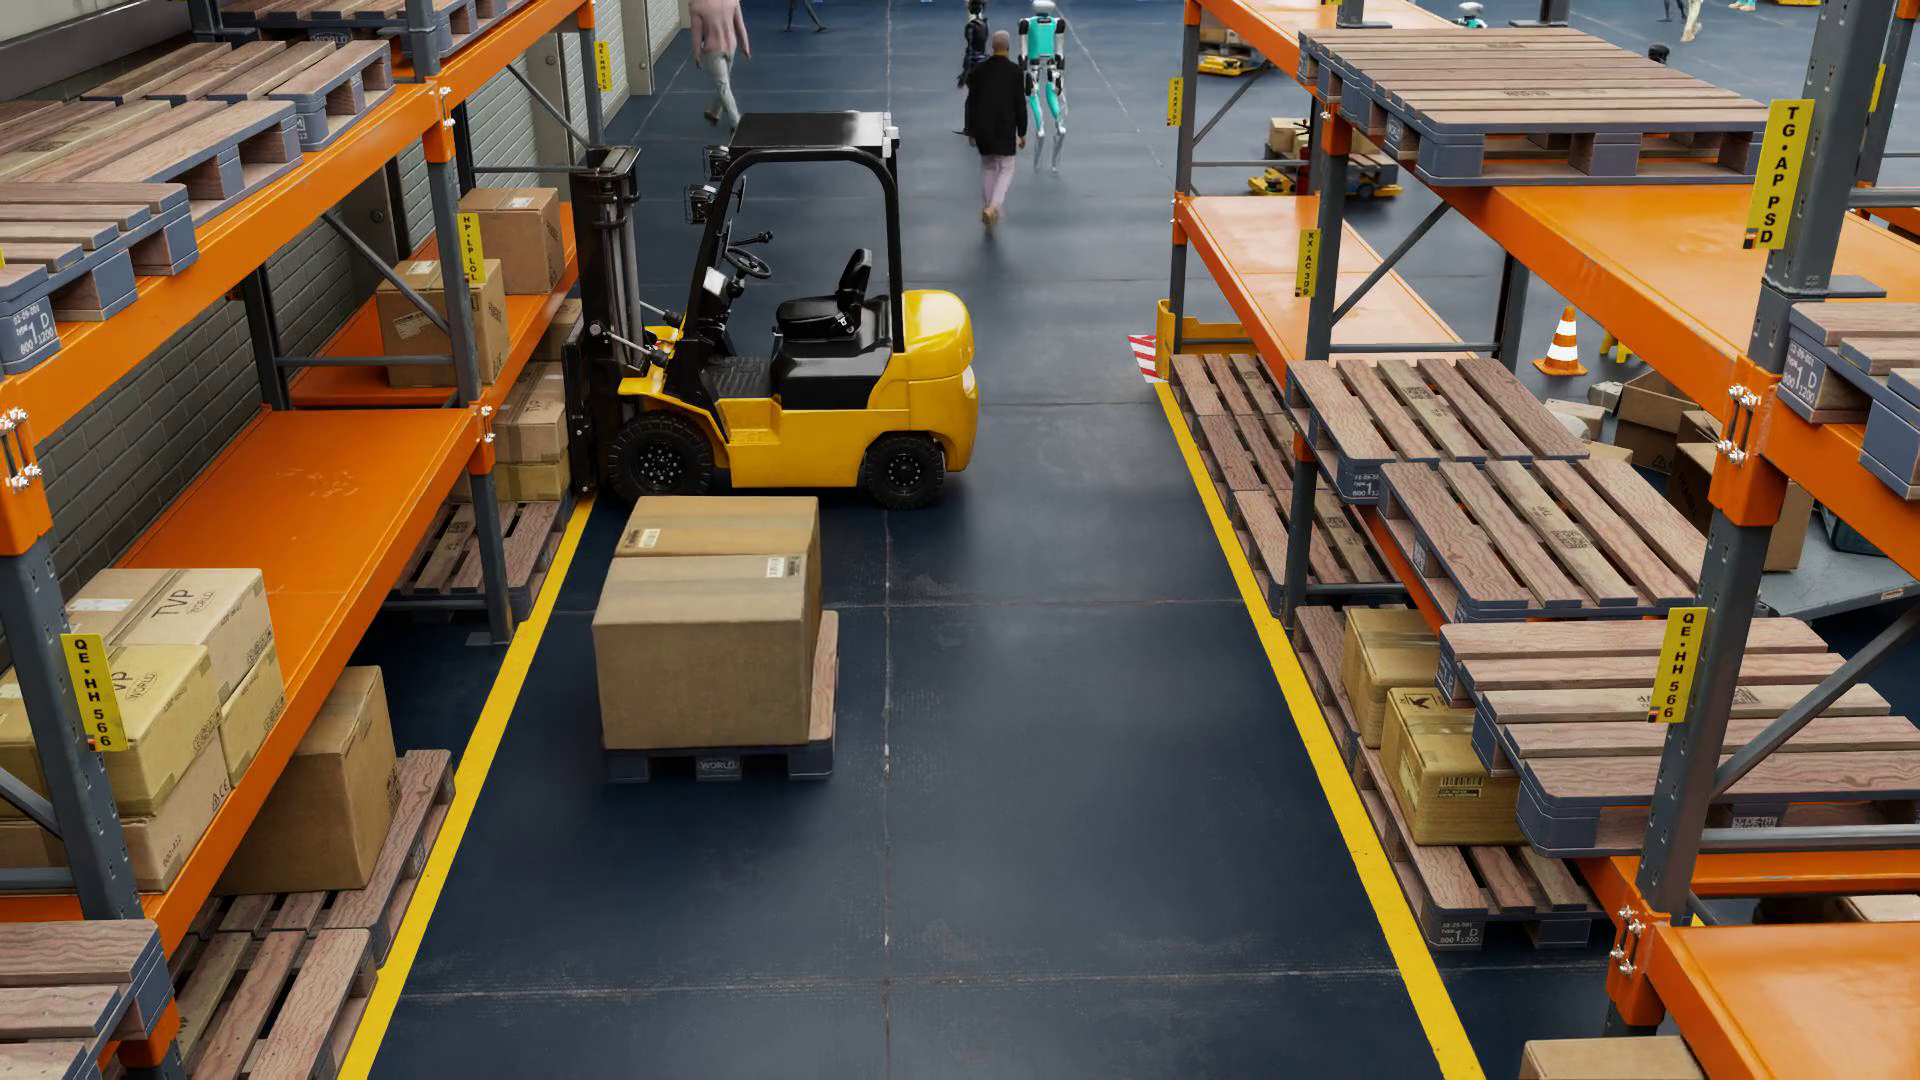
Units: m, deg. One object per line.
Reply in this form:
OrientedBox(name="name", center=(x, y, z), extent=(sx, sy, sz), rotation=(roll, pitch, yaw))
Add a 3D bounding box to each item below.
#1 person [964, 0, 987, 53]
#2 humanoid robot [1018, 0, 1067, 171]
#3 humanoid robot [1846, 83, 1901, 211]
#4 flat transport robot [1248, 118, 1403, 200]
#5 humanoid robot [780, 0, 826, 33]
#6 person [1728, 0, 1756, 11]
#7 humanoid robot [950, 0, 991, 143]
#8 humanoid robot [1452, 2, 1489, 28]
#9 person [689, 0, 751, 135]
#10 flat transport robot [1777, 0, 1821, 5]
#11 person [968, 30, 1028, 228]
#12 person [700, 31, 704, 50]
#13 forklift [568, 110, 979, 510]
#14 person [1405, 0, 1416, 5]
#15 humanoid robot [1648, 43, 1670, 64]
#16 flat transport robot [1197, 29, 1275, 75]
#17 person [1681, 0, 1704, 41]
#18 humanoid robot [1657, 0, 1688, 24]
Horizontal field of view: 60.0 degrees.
OrientedBox(name="person", center=(0.215, -7.955, 24.413), extent=(0.433, 1.753, 0.730), rotation=(6, 26, 13))
OrientedBox(name="humanoid robot", center=(0.945, -4.774, 17.767), extent=(0.546, 1.848, 0.715), rotation=(-9, 27, -18))
OrientedBox(name="humanoid robot", center=(7.258, -2.939, 13.821), extent=(0.901, 1.767, 0.541), rotation=(18, 31, 34))
OrientedBox(name="flat transport robot", center=(3.750, -3.668, 17.071), extent=(1.431, 0.231, 0.659), rotation=(-4, 26, -8))
OrientedBox(name="humanoid robot", center=(-2.544, -8.992, 26.763), extent=(0.754, 1.624, 0.608), rotation=(10, 27, 20))
OrientedBox(name="person", center=(13.927, -10.284, 29.157), extent=(0.353, 1.914, 0.498), rotation=(-5, 26, -10))
OrientedBox(name="humanoid robot", center=(0.102, -5.395, 19.098), extent=(0.596, 1.646, 0.598), rotation=(9, 27, 19))
OrientedBox(name="humanoid robot", center=(5.140, -4.743, 17.679), extent=(0.728, 1.834, 0.534), rotation=(-9, 27, -18))
OrientedBox(name="person", center=(-2.852, -5.786, 19.682), extent=(0.676, 1.865, 1.043), rotation=(-17, 30, -32))
OrientedBox(name="flat transport robot", center=(15.194, -9.972, 30.421), extent=(0.659, 0.231, 1.431), rotation=(4, 26, 8))
OrientedBox(name="person", center=(0.334, -3.812, 15.558), extent=(0.577, 1.819, 0.730), rotation=(9, 27, 17))
OrientedBox(name="person", center=(-3.690, -8.255, 24.922), extent=(0.635, 1.868, 0.422), rotation=(-4, 26, -9))
OrientedBox(name="forklift", center=(-1.043, -1.379, 9.976), extent=(2.313, 2.155, 1.214), rotation=(-1, 25, -2))
OrientedBox(name="person", center=(6.722, -8.328, 25.100), extent=(0.563, 1.839, 0.396), rotation=(-9, 27, -18))
OrientedBox(name="humanoid robot", center=(6.602, -3.975, 16.132), extent=(0.610, 1.633, 0.792), rotation=(-10, 27, -21))
OrientedBox(name="flat transport robot", center=(4.047, -6.876, 23.864), extent=(0.659, 0.231, 1.431), rotation=(22, 33, 39))
OrientedBox(name="person", center=(11.715, -8.839, 26.172), extent=(0.946, 1.848, 0.582), rotation=(-22, 33, -39))
OrientedBox(name="humanoid robot", center=(12.010, -9.501, 27.774), extent=(0.461, 1.638, 0.588), rotation=(-7, 26, -15))
